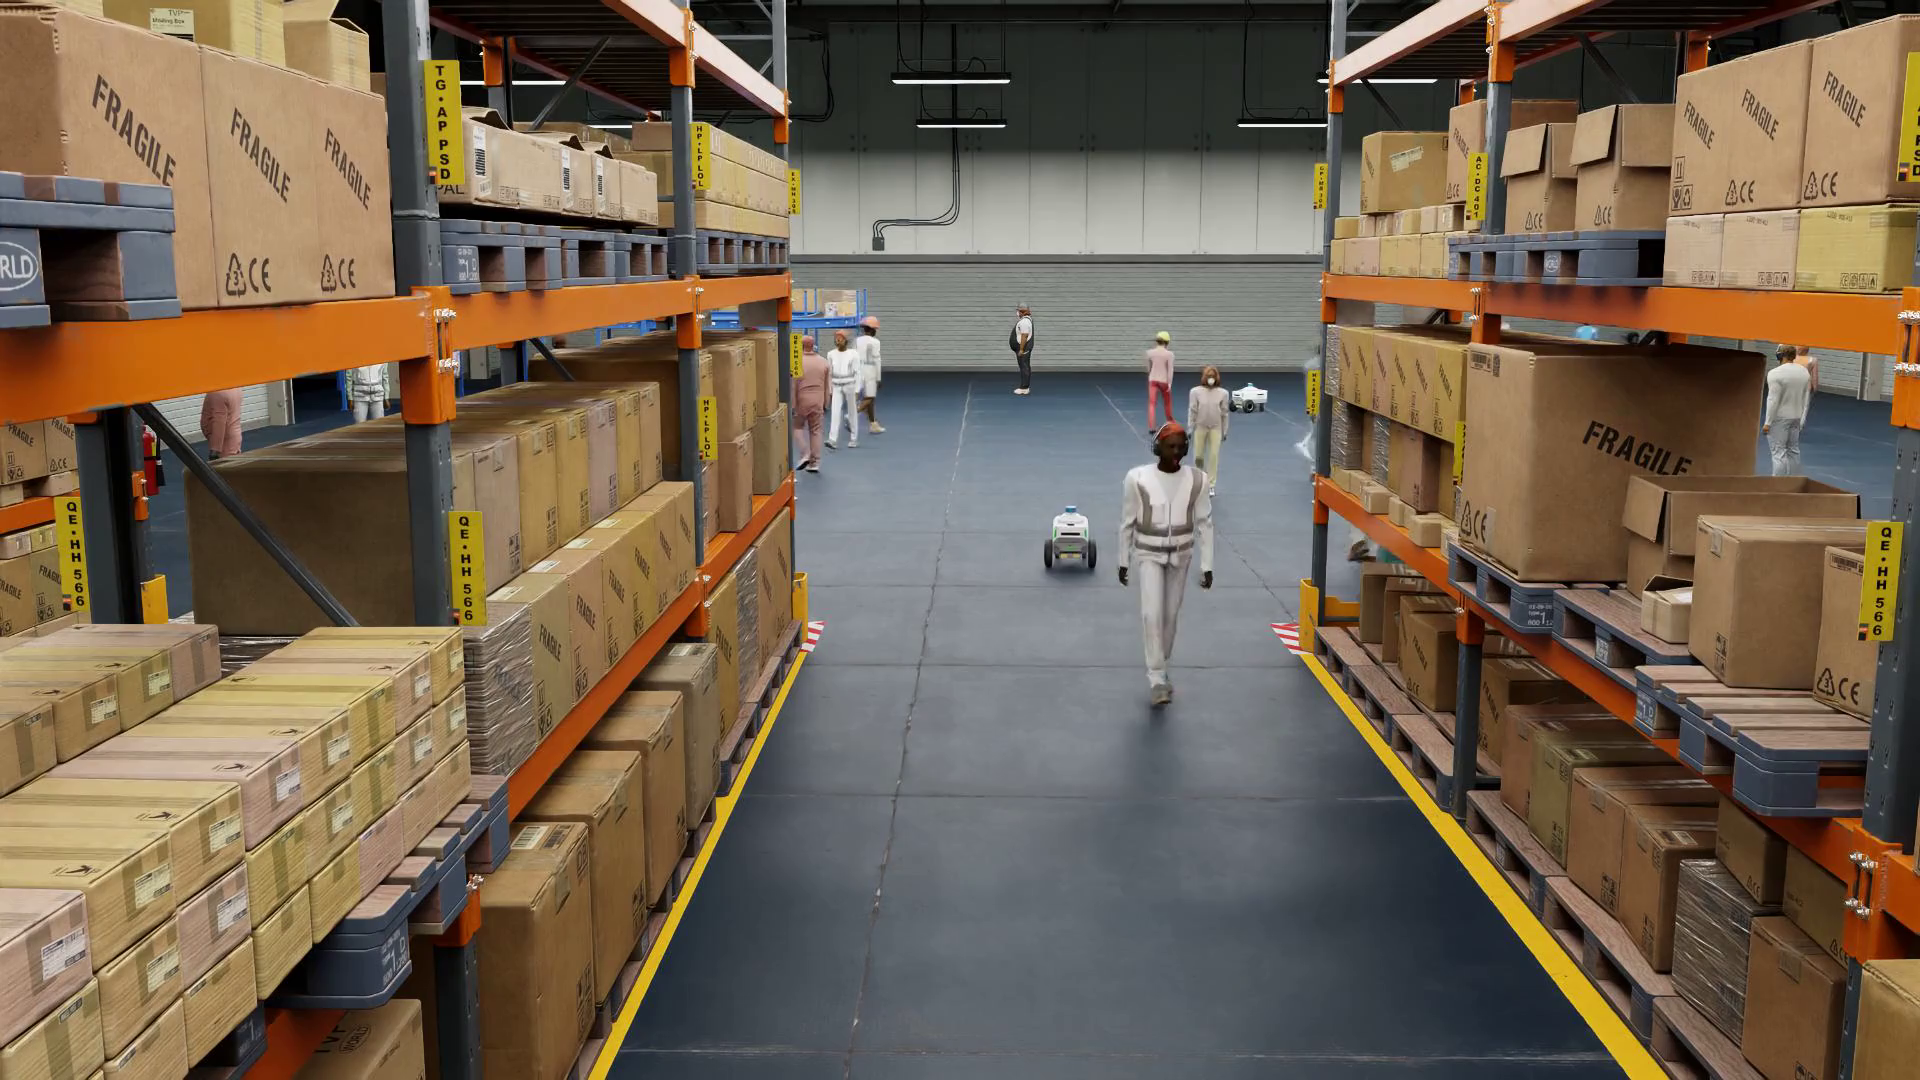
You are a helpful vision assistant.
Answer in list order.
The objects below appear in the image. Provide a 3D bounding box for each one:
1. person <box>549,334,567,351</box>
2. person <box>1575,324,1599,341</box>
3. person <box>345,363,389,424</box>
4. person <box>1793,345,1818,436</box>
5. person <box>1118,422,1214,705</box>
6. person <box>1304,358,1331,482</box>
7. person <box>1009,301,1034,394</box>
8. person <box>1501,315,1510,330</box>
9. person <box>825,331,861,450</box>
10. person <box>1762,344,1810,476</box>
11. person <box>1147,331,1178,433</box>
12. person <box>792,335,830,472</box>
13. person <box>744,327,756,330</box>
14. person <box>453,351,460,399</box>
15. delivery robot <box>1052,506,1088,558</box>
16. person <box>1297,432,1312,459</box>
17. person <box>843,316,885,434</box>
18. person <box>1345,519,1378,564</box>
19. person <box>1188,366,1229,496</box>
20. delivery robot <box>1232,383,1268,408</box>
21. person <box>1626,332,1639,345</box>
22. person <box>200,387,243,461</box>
[{"bbox_3d":[-6.166,-2.278,25.645,0.628,1.829,0.447,-8,12,-39],"label":"person"},{"bbox_3d":[14.867,-4.515,39.444,0.543,1.679,0.372,5,11,29],"label":"person"},{"bbox_3d":[-8.465,-2.032,23.785,0.602,1.950,0.380,-6,11,-32],"label":"person"},{"bbox_3d":[13.910,-2.501,27.572,0.524,1.623,0.618,6,11,33],"label":"person"},{"bbox_3d":[1.385,0.157,10.981,0.604,1.840,0.911,-1,10,-7],"label":"person"},{"bbox_3d":[4.827,-1.694,21.847,0.640,1.916,0.664,-4,10,-21],"label":"person"},{"bbox_3d":[1.366,-4.262,37.004,0.537,2.000,0.679,2,10,11],"label":"person"},{"bbox_3d":[11.836,-4.170,36.801,0.651,1.890,0.611,-2,10,-12],"label":"person"},{"bbox_3d":[-1.824,-2.333,25.914,0.601,1.829,0.984,3,10,18],"label":"person"},{"bbox_3d":[10.101,-1.458,20.402,0.629,1.933,0.379,-4,10,-23],"label":"person"},{"bbox_3d":[3.462,-2.711,28.552,0.528,1.720,0.882,5,11,28],"label":"person"},{"bbox_3d":[-2.117,-1.891,23.100,0.664,1.891,0.435,-5,11,-28],"label":"person"},{"bbox_3d":[-3.816,-3.064,30.293,0.571,1.840,0.373,0,9,0],"label":"person"},{"bbox_3d":[-9.119,-2.961,29.430,0.378,1.925,0.622,5,11,28],"label":"person"},{"bbox_3d":[1.073,-0.085,16.140,0.477,0.478,0.707,1,10,4],"label":"delivery robot"},{"bbox_3d":[5.425,-2.077,24.417,0.914,1.836,0.520,4,10,20],"label":"person"},{"bbox_3d":[-1.626,-2.775,28.092,0.854,2.011,0.630,-8,13,-41],"label":"person"},{"bbox_3d":[3.898,-0.709,15.946,0.647,1.926,0.427,-2,10,-10],"label":"person"},{"bbox_3d":[3.121,-1.389,20.902,0.511,1.620,0.528,1,10,6],"label":"person"},{"bbox_3d":[5.673,-2.818,32.511,0.707,0.478,0.477,-6,11,-33],"label":"delivery robot"},{"bbox_3d":[12.106,-2.915,29.972,0.544,1.647,0.861,-3,10,-19],"label":"person"},{"bbox_3d":[-7.983,-1.043,17.996,0.409,1.909,0.642,-1,10,-8],"label":"person"}]
